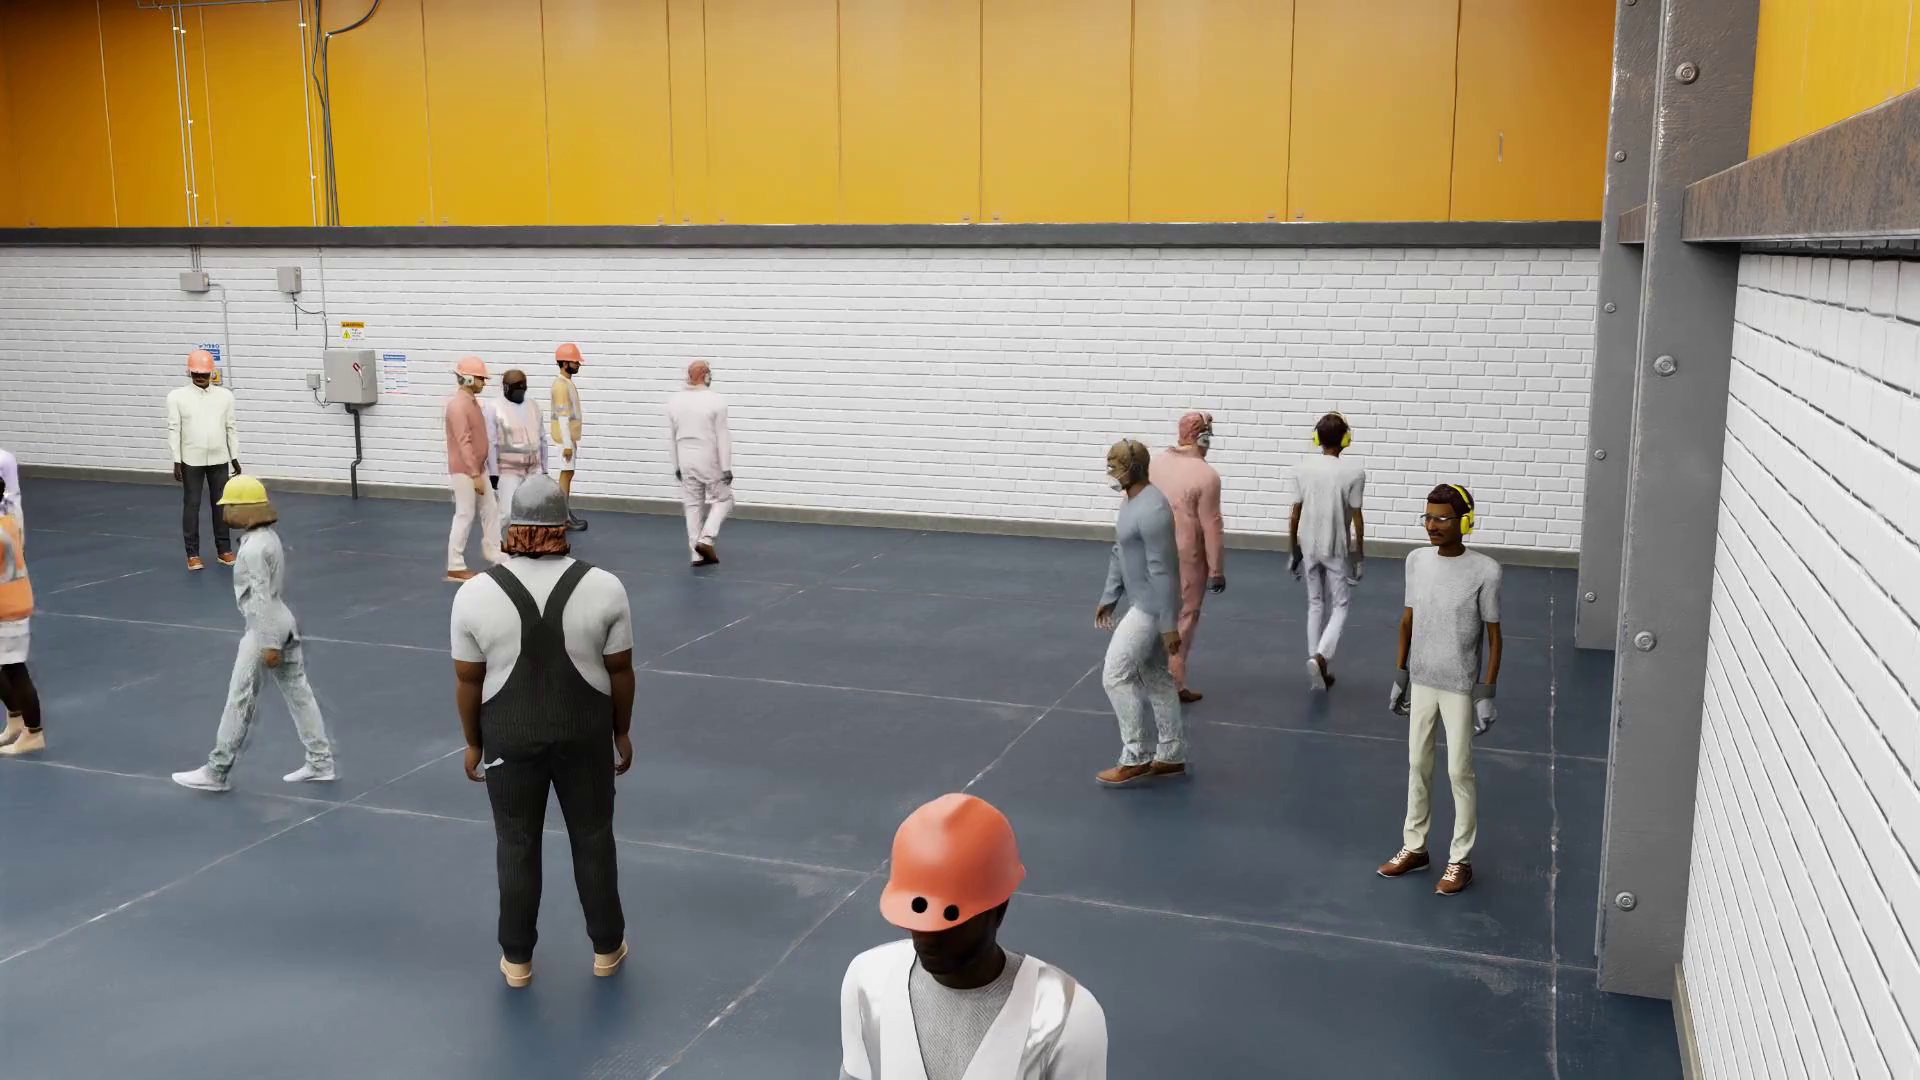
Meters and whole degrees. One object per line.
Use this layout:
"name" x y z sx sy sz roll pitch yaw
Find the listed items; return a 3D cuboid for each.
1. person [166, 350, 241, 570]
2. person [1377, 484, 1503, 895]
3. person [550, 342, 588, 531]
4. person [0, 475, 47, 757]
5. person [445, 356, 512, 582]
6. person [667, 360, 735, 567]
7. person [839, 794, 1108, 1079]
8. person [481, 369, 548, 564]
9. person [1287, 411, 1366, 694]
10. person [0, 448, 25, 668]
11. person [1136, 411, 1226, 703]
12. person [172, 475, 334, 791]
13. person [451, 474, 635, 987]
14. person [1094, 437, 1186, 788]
"person" -6.845 -0.732 15.095 0.608 1.986 0.391 -9 14 -43
"person" 2.187 0.668 7.543 0.314 1.869 0.537 -9 14 -42
"person" -4.006 -1.057 17.072 0.371 1.935 0.551 -2 10 -9
"person" -5.480 0.418 9.462 0.433 1.683 0.538 -5 11 -24
"person" -4.139 -0.603 14.436 0.764 1.958 0.658 0 10 1
"person" -2.331 -0.692 15.122 0.681 1.890 0.428 5 11 26
"person" -0.002 1.409 3.183 0.552 1.933 0.374 4 11 21
"person" -4.016 -0.648 15.068 0.637 1.820 0.660 8 13 38
"person" 2.350 0.101 10.782 0.517 1.856 0.614 6 12 30
"person" -6.681 -0.024 11.356 0.594 1.908 0.691 -2 10 -11
"person" 1.428 0.120 10.564 0.420 1.887 0.682 -6 12 -31
"person" -3.821 0.506 8.914 0.859 1.703 0.504 -2 10 -10
"person" -1.645 0.743 6.634 0.687 2.000 0.535 -3 10 -14
"person" 0.954 0.394 8.996 0.677 1.905 0.635 0 10 2
